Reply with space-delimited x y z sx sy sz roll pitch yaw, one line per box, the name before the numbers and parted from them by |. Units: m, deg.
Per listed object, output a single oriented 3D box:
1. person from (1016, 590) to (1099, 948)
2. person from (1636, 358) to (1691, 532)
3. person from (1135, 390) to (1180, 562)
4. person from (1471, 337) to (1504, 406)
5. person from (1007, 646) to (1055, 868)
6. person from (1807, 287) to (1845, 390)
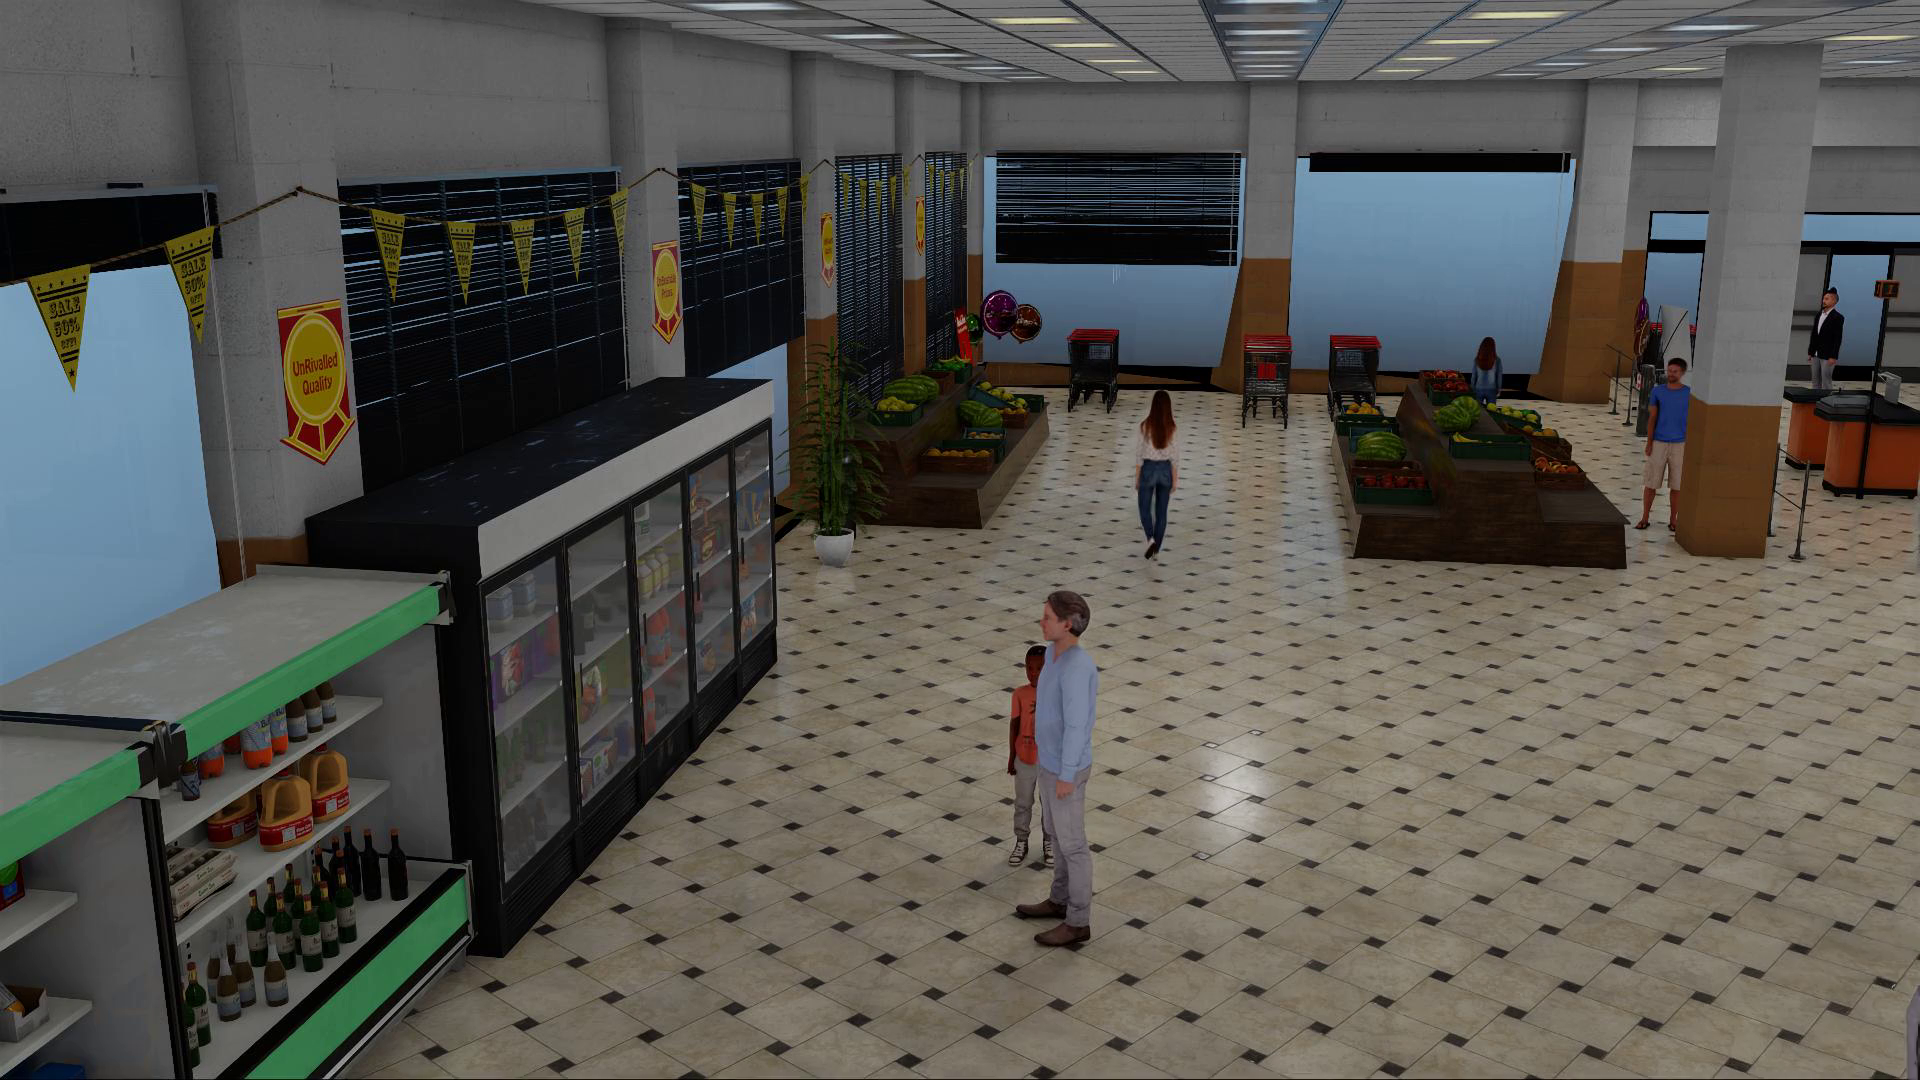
person | 0.546 1.170 8.709 0.790 1.894 0.647 -3 14 -11
person | 7.629 -1.040 17.886 0.690 1.862 0.610 5 15 20
person | 1.939 -0.606 16.406 0.647 1.718 0.842 1 14 2
person | 7.244 -2.063 22.923 0.592 1.477 0.548 5 15 21
person | 0.455 1.241 9.654 0.497 1.310 0.468 2 14 7
person | 13.080 -2.845 25.143 0.852 1.950 0.684 -3 14 -13
